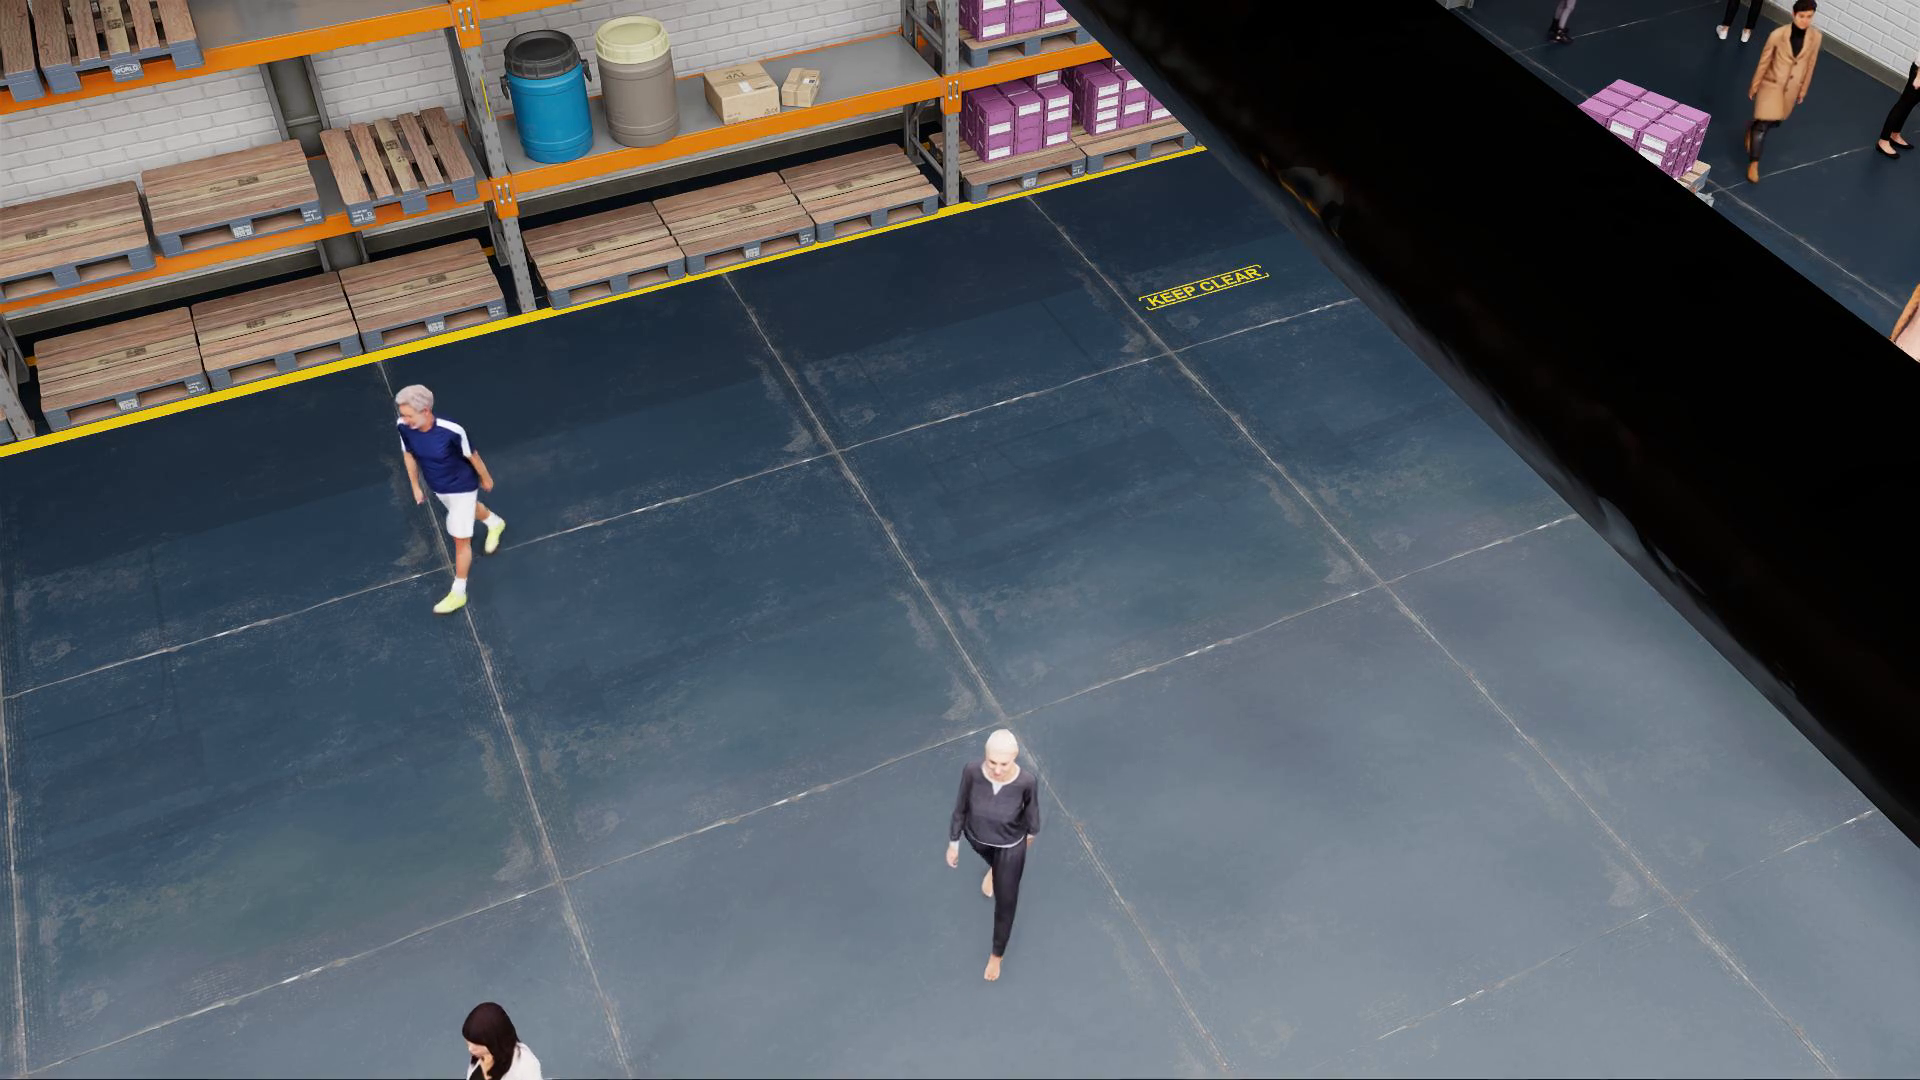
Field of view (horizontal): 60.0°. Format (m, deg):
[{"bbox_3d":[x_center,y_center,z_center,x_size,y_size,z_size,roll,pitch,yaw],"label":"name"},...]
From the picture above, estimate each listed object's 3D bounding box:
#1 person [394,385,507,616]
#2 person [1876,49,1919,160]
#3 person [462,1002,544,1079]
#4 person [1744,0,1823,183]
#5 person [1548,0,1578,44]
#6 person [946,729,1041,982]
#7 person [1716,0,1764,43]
[{"bbox_3d":[-3.422,-0.425,11.367,1.223,1.772,1.263,12,45,13],"label":"person"},{"bbox_3d":[9.072,-4.443,15.623,0.516,1.717,0.686,-29,51,-27],"label":"person"},{"bbox_3d":[-2.114,2.722,8.180,0.987,1.610,1.138,22,48,22],"label":"person"},{"bbox_3d":[7.590,-4.238,15.422,1.084,1.698,1.040,5,44,5],"label":"person"},{"bbox_3d":[6.439,-5.872,17.443,0.595,1.276,0.559,3,44,3],"label":"person"},{"bbox_3d":[0.209,1.568,9.340,1.096,1.680,1.124,12,45,12],"label":"person"},{"bbox_3d":[8.316,-6.043,17.308,0.666,1.709,0.738,11,45,12],"label":"person"}]
